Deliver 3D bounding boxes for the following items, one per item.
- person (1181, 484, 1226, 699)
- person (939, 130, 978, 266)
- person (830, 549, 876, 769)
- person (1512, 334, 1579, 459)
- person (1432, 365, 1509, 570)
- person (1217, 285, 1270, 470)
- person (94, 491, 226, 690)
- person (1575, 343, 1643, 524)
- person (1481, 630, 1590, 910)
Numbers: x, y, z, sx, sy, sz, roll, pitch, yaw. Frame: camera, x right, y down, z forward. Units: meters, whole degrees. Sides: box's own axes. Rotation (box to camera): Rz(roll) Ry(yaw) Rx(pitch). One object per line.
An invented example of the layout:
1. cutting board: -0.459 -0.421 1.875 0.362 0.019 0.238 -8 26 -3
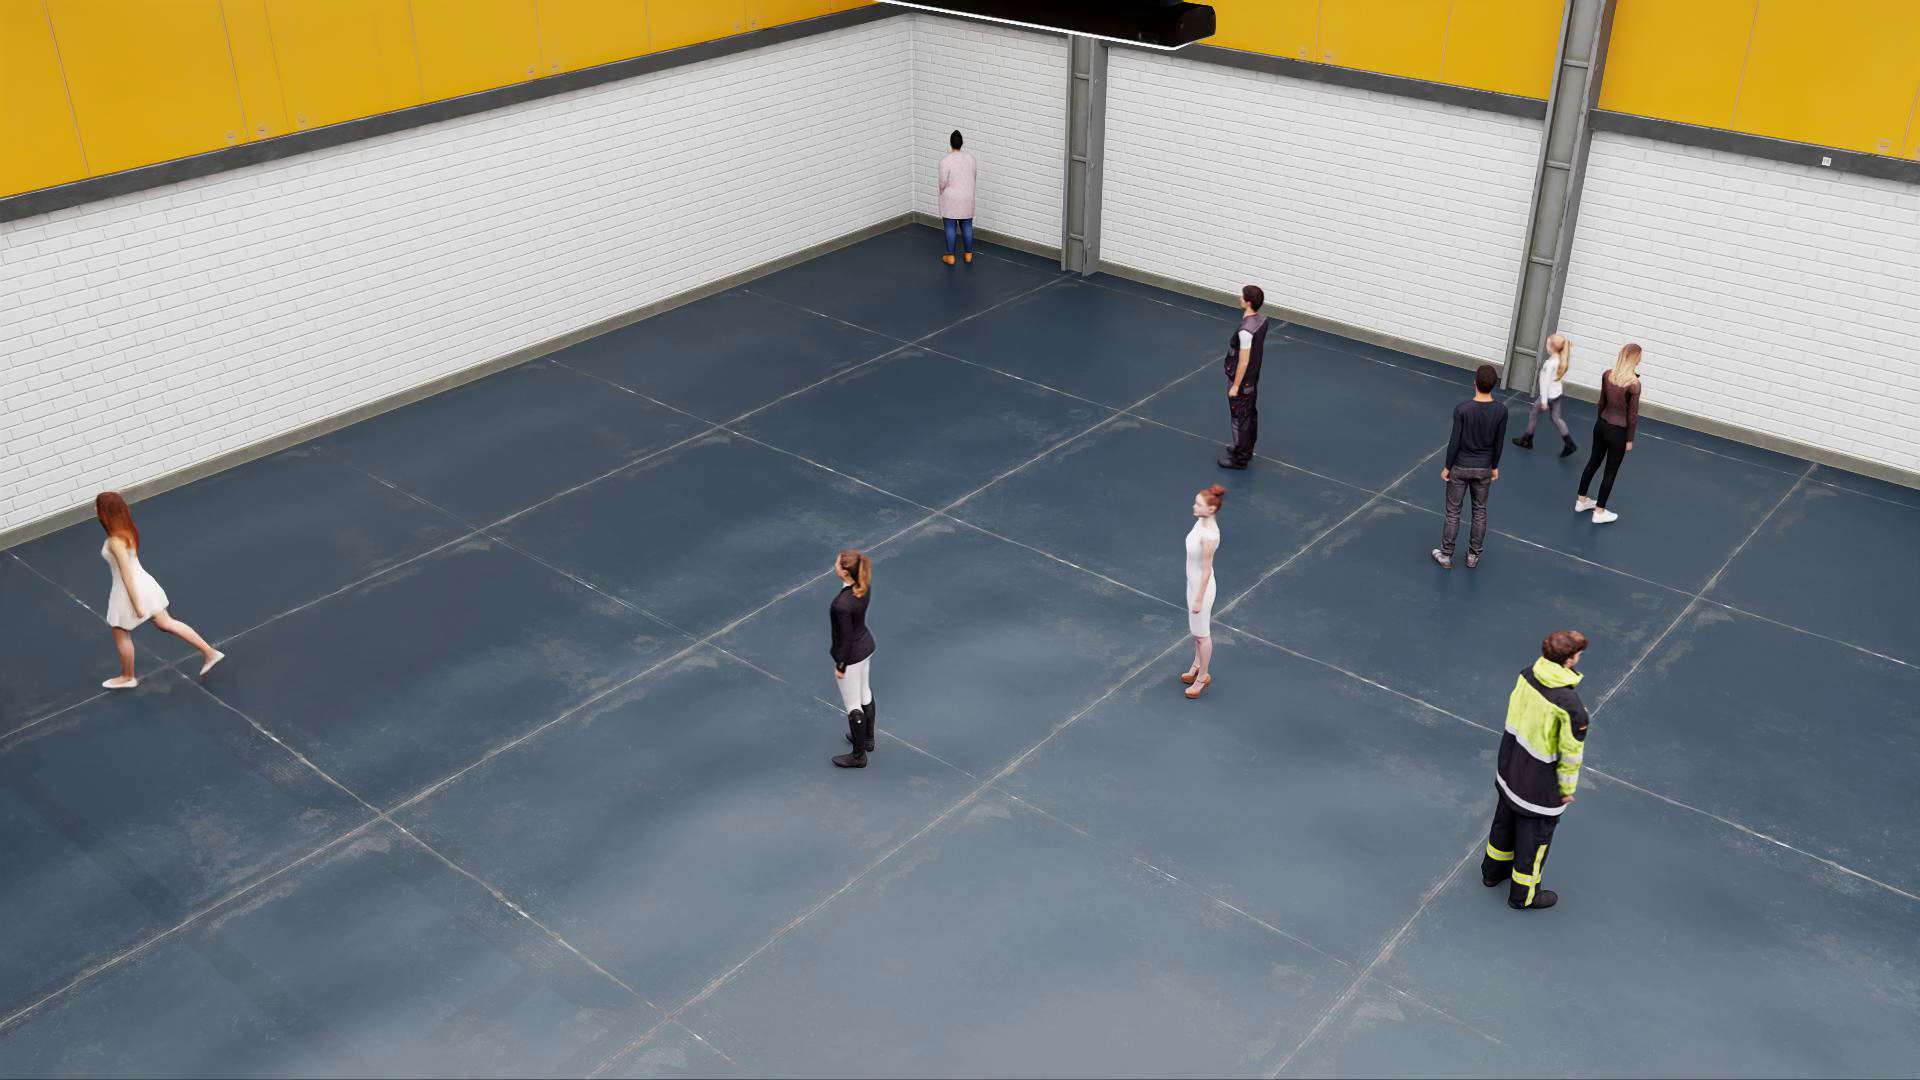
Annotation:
1. person: 1.827 0.385 12.557 0.672 1.792 0.636 0 29 1
2. person: -0.031 -4.424 21.424 0.797 1.742 0.808 -10 30 -17
3. person: -0.762 0.833 11.801 0.651 1.729 0.645 9 30 16
4. person: 5.887 -1.409 16.398 0.584 1.263 0.922 -21 35 -33
5. person: 4.405 -0.620 14.318 0.702 1.870 0.778 -1 29 -1
6. person: 2.771 -1.585 16.109 0.643 1.848 0.701 14 32 24
7. person: -6.177 0.395 12.660 1.144 1.676 1.092 -3 29 -5
8. person: 5.940 -0.985 15.164 0.732 1.700 0.617 -10 30 -18
9. person: 3.627 1.419 10.463 0.928 1.982 0.795 -10 30 -18
